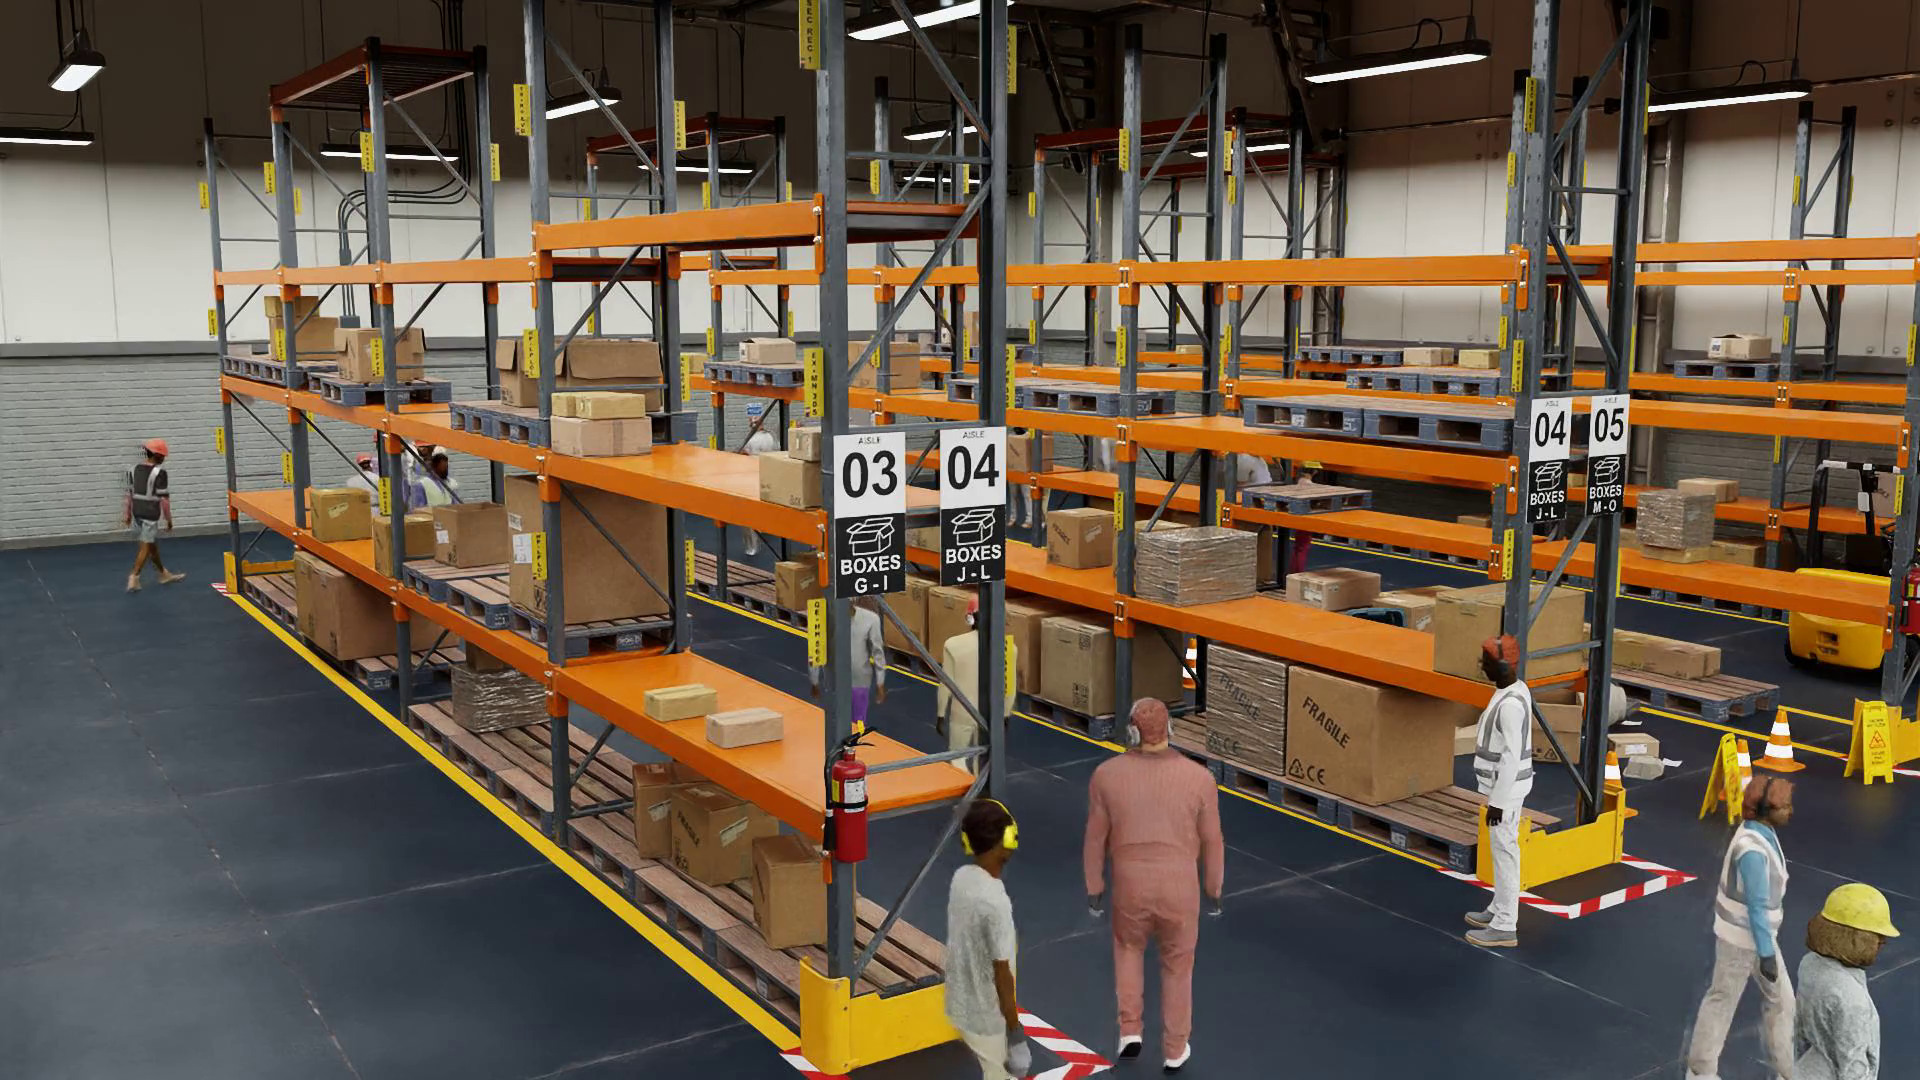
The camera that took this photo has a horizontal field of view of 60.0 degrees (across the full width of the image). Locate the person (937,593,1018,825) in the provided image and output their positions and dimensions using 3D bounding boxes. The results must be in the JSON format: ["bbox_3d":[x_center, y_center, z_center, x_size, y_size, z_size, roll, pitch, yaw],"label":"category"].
[{"bbox_3d":[0.115,1.248,12.121,0.594,1.713,0.425,-1,9,-9],"label":"person"}]

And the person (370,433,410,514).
[{"bbox_3d":[-7.871,-0.536,23.006,0.498,2.030,0.632,6,10,33],"label":"person"}]

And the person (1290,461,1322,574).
[{"bbox_3d":[4.578,-0.246,21.939,0.335,1.765,0.529,-1,9,-4],"label":"person"}]

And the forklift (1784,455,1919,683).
[{"bbox_3d":[9.643,0.253,17.172,2.313,2.155,1.214,-6,10,-33],"label":"forklift"}]

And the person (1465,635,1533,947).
[{"bbox_3d":[3.241,1.488,9.966,0.355,1.887,0.573,3,9,19],"label":"person"}]

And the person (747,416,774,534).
[{"bbox_3d":[-3.246,-1.043,26.776,0.408,1.903,0.638,3,9,17],"label":"person"}]

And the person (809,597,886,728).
[{"bbox_3d":[-0.877,1.114,12.999,0.589,1.721,0.749,-1,9,-7],"label":"person"}]

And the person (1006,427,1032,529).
[{"bbox_3d":[0.992,-1.102,27.405,0.643,1.836,0.431,7,11,38],"label":"person"}]

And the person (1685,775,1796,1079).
[{"bbox_3d":[3.890,1.925,7.967,0.754,1.608,0.541,5,10,31],"label":"person"}]

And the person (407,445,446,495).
[{"bbox_3d":[-8.257,-0.875,25.786,0.597,1.874,1.017,-2,9,-14],"label":"person"}]

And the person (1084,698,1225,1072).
[{"bbox_3d":[0.987,1.728,8.363,0.708,1.884,0.413,2,9,11],"label":"person"}]

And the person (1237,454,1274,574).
[{"bbox_3d":[3.988,-0.550,23.022,0.777,2.000,0.690,5,10,31],"label":"person"}]

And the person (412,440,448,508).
[{"bbox_3d":[-7.080,-0.425,22.183,0.605,2.045,0.388,6,10,34],"label":"person"}]

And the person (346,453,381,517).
[{"bbox_3d":[-8.059,-0.337,22.699,0.608,1.705,0.432,1,9,9],"label":"person"}]

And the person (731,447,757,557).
[{"bbox_3d":[-3.168,-0.558,24.492,0.572,1.606,0.661,1,9,6],"label":"person"}]

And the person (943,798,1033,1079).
[{"bbox_3d":[0.128,1.984,6.850,0.384,1.829,0.537,-3,9,-17],"label":"person"}]

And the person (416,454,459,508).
[{"bbox_3d":[-6.493,-0.149,20.940,0.987,1.860,0.608,5,10,29],"label":"person"}]

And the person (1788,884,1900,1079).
[{"bbox_3d":[3.274,2.124,6.222,0.313,1.738,0.483,1,9,9],"label":"person"}]

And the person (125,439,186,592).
[{"bbox_3d":[-10.612,-0.325,21.747,0.701,1.980,0.903,4,9,25],"label":"person"}]
